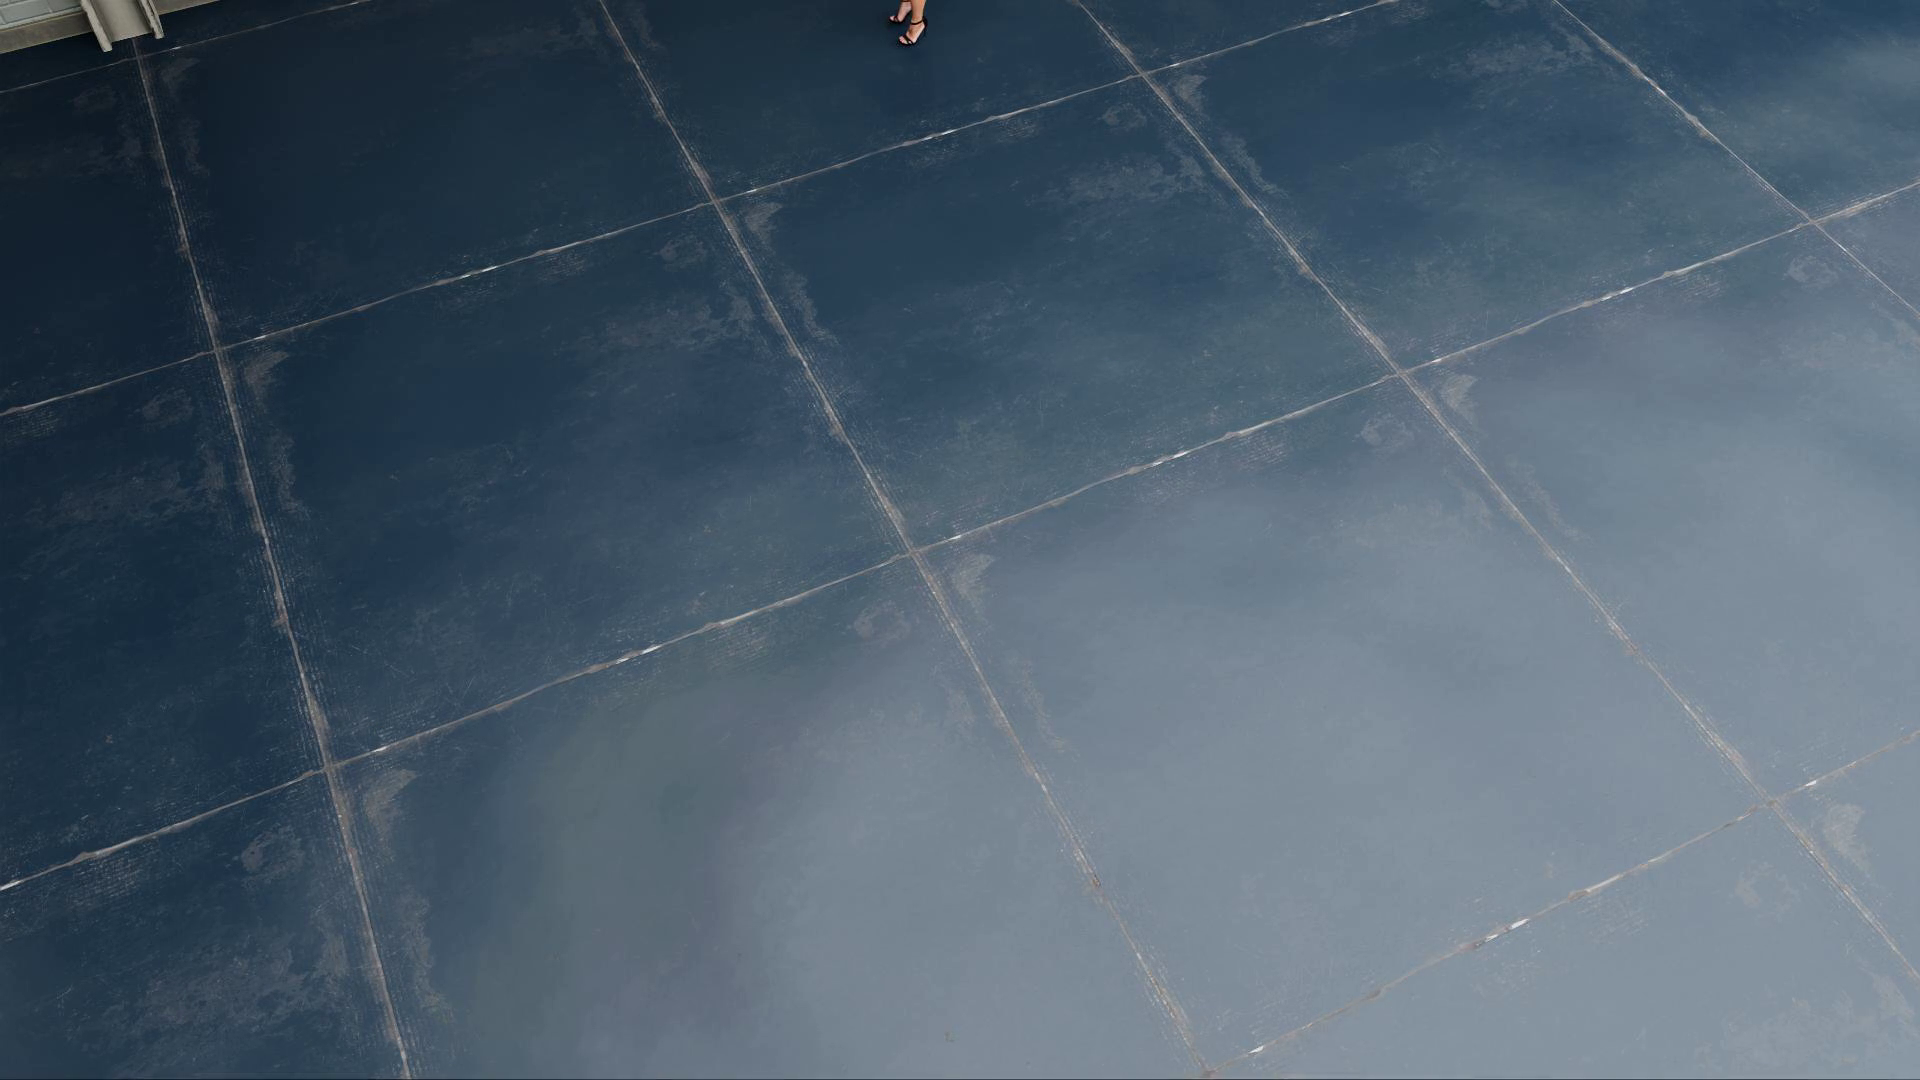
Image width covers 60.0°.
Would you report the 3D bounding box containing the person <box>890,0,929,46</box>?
[{"bbox_3d":[-0.345,-3.969,10.604,0.663,1.718,0.695,-10,53,-8],"label":"person"}]
